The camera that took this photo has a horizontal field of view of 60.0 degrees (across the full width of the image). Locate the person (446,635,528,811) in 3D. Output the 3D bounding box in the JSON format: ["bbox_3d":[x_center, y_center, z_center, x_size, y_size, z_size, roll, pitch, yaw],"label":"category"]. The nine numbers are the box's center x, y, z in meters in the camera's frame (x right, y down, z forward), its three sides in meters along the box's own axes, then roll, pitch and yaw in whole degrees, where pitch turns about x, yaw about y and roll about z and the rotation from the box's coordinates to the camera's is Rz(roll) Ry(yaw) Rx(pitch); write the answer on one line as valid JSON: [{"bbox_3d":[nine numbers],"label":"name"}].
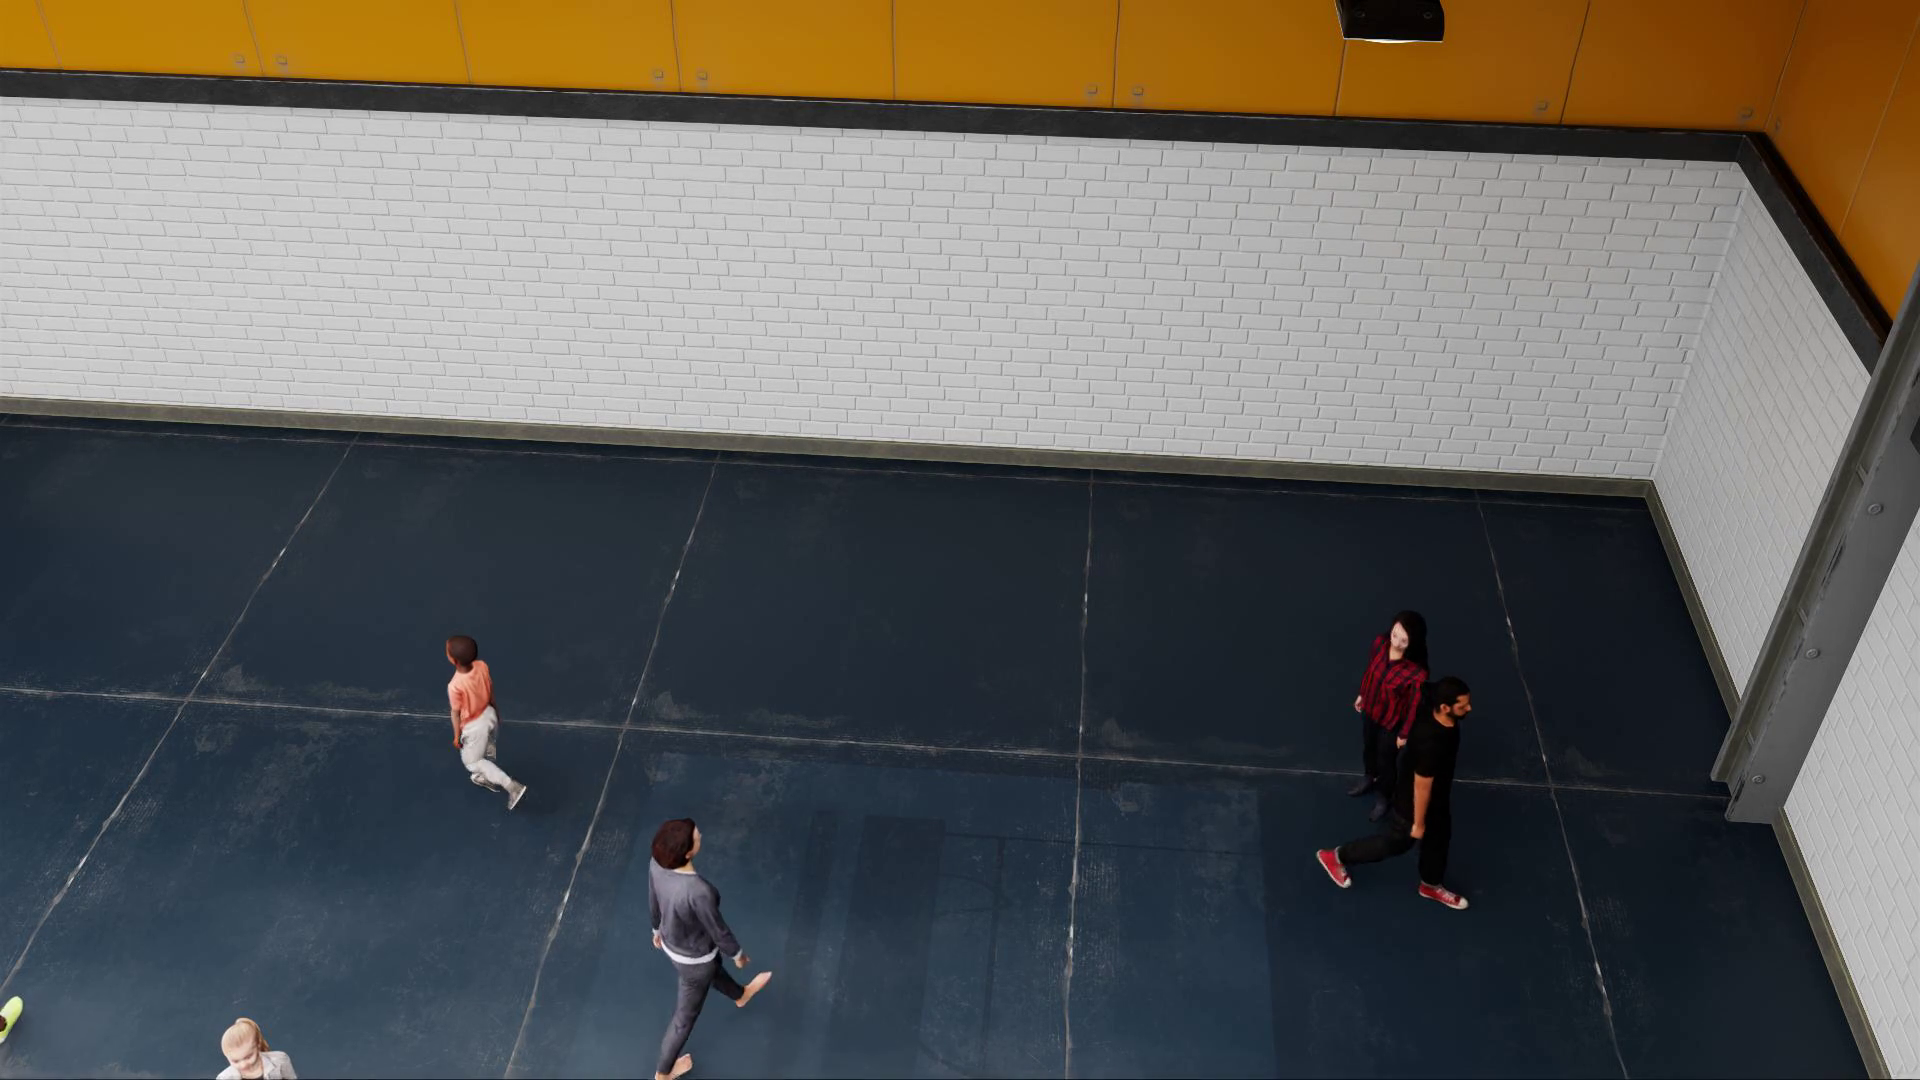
[{"bbox_3d":[-2.892,1.123,10.091,0.704,1.299,0.748,18,42,21],"label":"person"}]

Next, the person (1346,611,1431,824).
[{"bbox_3d":[2.576,1.022,9.942,0.744,1.643,0.644,-18,42,-21],"label":"person"}]

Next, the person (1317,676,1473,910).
[{"bbox_3d":[2.512,1.419,9.372,0.946,1.734,1.150,16,41,19],"label":"person"}]

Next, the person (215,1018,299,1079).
[{"bbox_3d":[-3.336,2.773,8.043,0.597,1.276,0.642,-18,42,-21],"label":"person"}]

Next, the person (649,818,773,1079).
[{"bbox_3d":[-1.434,2.138,8.482,1.068,1.720,1.183,32,48,33],"label":"person"}]
